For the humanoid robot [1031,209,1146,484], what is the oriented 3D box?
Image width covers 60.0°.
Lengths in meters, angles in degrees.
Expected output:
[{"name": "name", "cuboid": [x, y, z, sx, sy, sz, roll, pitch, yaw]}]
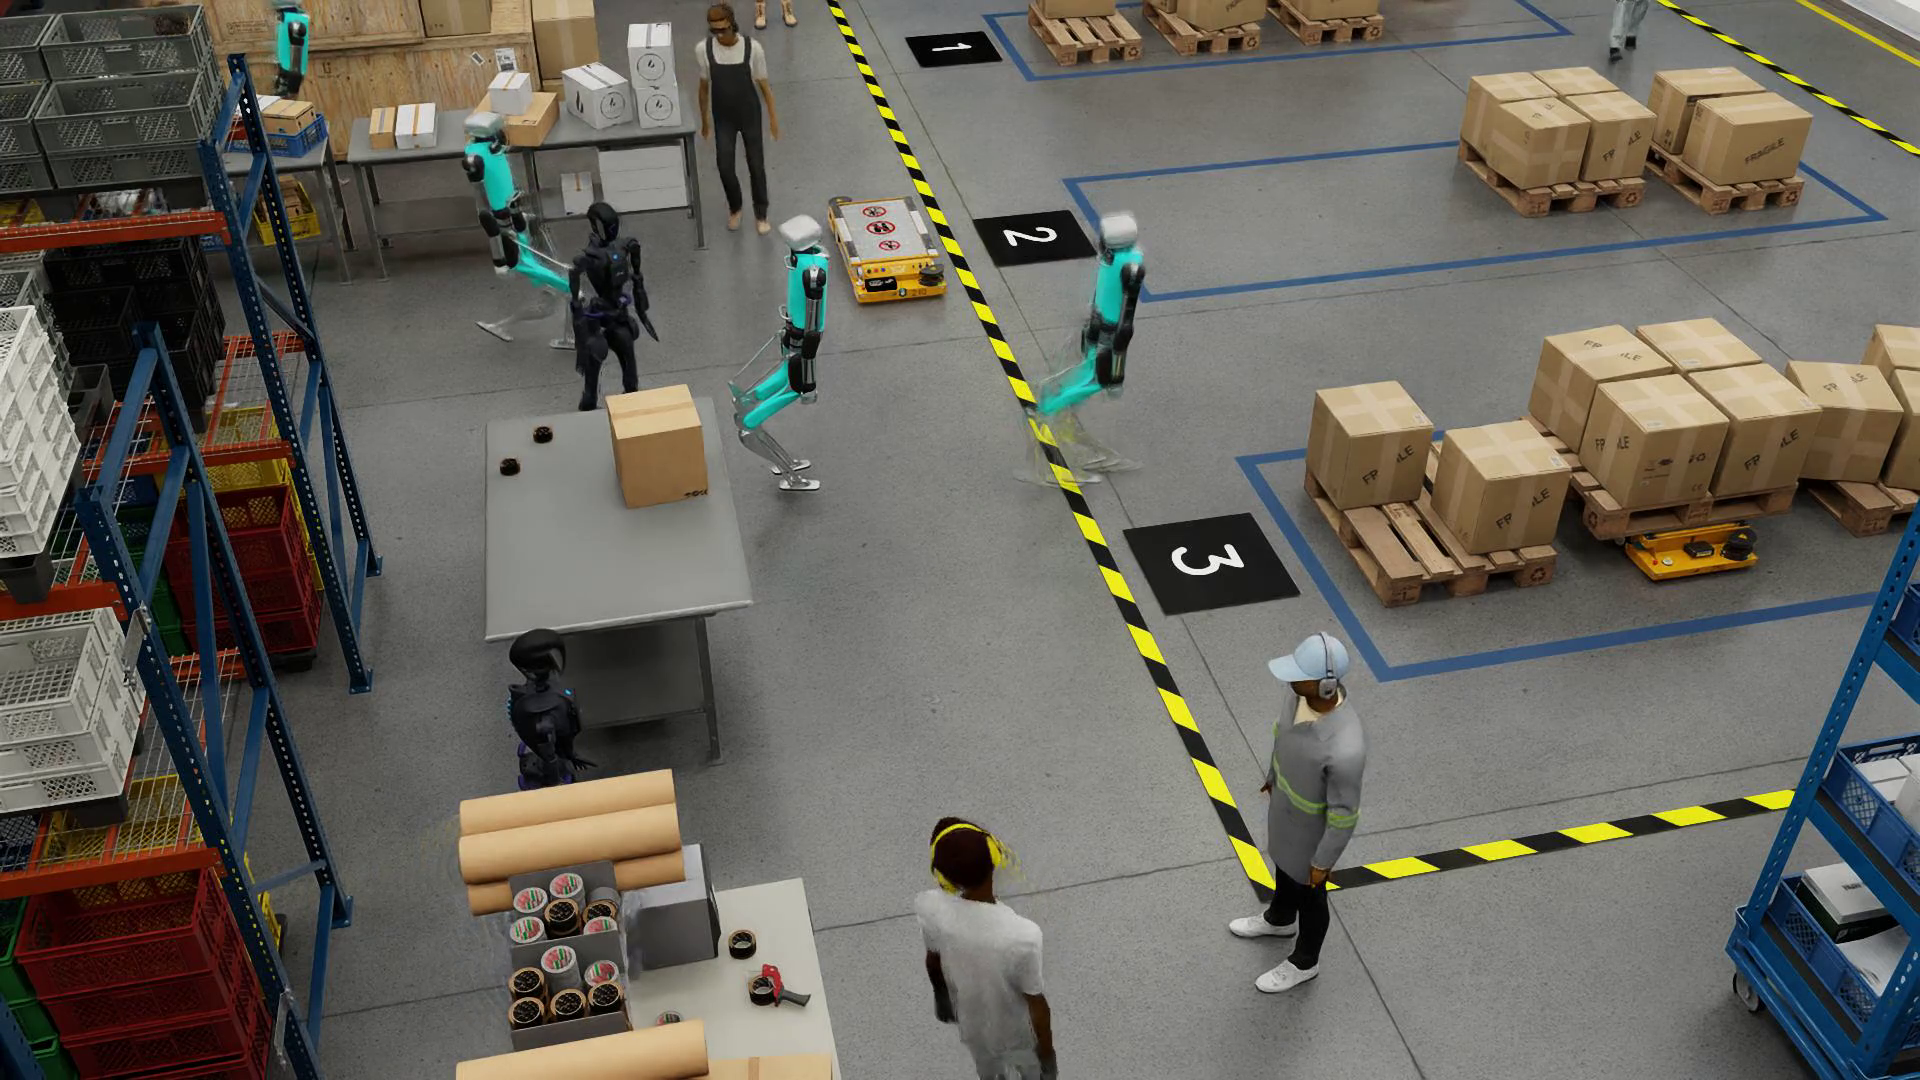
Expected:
[{"name": "humanoid robot", "cuboid": [0.681, -1.106, 9.702, 0.734, 1.680, 0.533, -7, 37, -10]}]

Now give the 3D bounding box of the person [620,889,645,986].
[{"name": "person", "cuboid": [-1.255, 1.548, 6.268, 0.893, 1.696, 0.490, -17, 40, -22]}]

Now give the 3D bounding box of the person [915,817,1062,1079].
[{"name": "person", "cuboid": [0.126, 1.732, 5.928, 0.624, 1.812, 0.335, 19, 41, 23]}]

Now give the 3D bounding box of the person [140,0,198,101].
[{"name": "person", "cuboid": [-5.725, -3.112, 12.442, 0.446, 1.816, 0.621, 7, 37, 9]}]

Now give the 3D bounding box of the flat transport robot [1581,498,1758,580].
[{"name": "flat transport robot", "cuboid": [4.062, -0.294, 9.926, 0.652, 0.197, 1.431, -8, 37, -10]}]

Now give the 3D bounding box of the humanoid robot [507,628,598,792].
[{"name": "humanoid robot", "cuboid": [-1.674, 1.041, 6.961, 0.315, 1.659, 0.599, -8, 37, -10]}]

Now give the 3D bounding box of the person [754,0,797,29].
[{"name": "person", "cuboid": [-1.849, -6.010, 16.142, 0.613, 2.047, 0.356, -8, 37, -11]}]

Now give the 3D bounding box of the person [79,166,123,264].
[{"name": "person", "cuboid": [-5.743, -2.259, 11.248, 0.319, 1.870, 0.527, -8, 37, -11]}]

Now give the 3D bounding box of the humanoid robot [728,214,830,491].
[{"name": "humanoid robot", "cuboid": [-1.089, -1.043, 9.610, 0.735, 1.681, 0.533, -8, 37, -10]}]

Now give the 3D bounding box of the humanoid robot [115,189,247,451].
[{"name": "humanoid robot", "cuboid": [-4.956, -1.247, 10.000, 1.015, 1.720, 0.536, -27, 44, -31]}]

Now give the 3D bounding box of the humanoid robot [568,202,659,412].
[{"name": "humanoid robot", "cuboid": [-2.179, -1.319, 10.150, 0.462, 1.648, 0.613, 28, 45, 32]}]

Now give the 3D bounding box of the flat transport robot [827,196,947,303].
[{"name": "flat transport robot", "cuboid": [-0.570, -2.220, 12.538, 0.659, 0.231, 1.431, -8, 37, -10]}]

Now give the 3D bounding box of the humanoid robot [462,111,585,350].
[{"name": "humanoid robot", "cuboid": [-2.832, -1.956, 10.957, 1.024, 1.732, 0.547, 4, 37, 5]}]

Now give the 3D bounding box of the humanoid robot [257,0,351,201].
[{"name": "humanoid robot", "cuboid": [-5.394, -3.365, 12.875, 1.004, 1.724, 0.547, -14, 39, -17]}]

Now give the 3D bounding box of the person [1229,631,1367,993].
[{"name": "person", "cuboid": [1.361, 1.107, 6.740, 0.397, 1.850, 0.597, -7, 37, -9]}]

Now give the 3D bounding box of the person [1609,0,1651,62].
[{"name": "person", "cuboid": [6.414, -5.393, 15.529, 0.596, 1.784, 0.890, 8, 37, 11]}]

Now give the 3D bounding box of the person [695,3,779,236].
[{"name": "person", "cuboid": [-1.661, -3.130, 12.464, 0.552, 1.819, 0.415, -4, 37, -5]}]
